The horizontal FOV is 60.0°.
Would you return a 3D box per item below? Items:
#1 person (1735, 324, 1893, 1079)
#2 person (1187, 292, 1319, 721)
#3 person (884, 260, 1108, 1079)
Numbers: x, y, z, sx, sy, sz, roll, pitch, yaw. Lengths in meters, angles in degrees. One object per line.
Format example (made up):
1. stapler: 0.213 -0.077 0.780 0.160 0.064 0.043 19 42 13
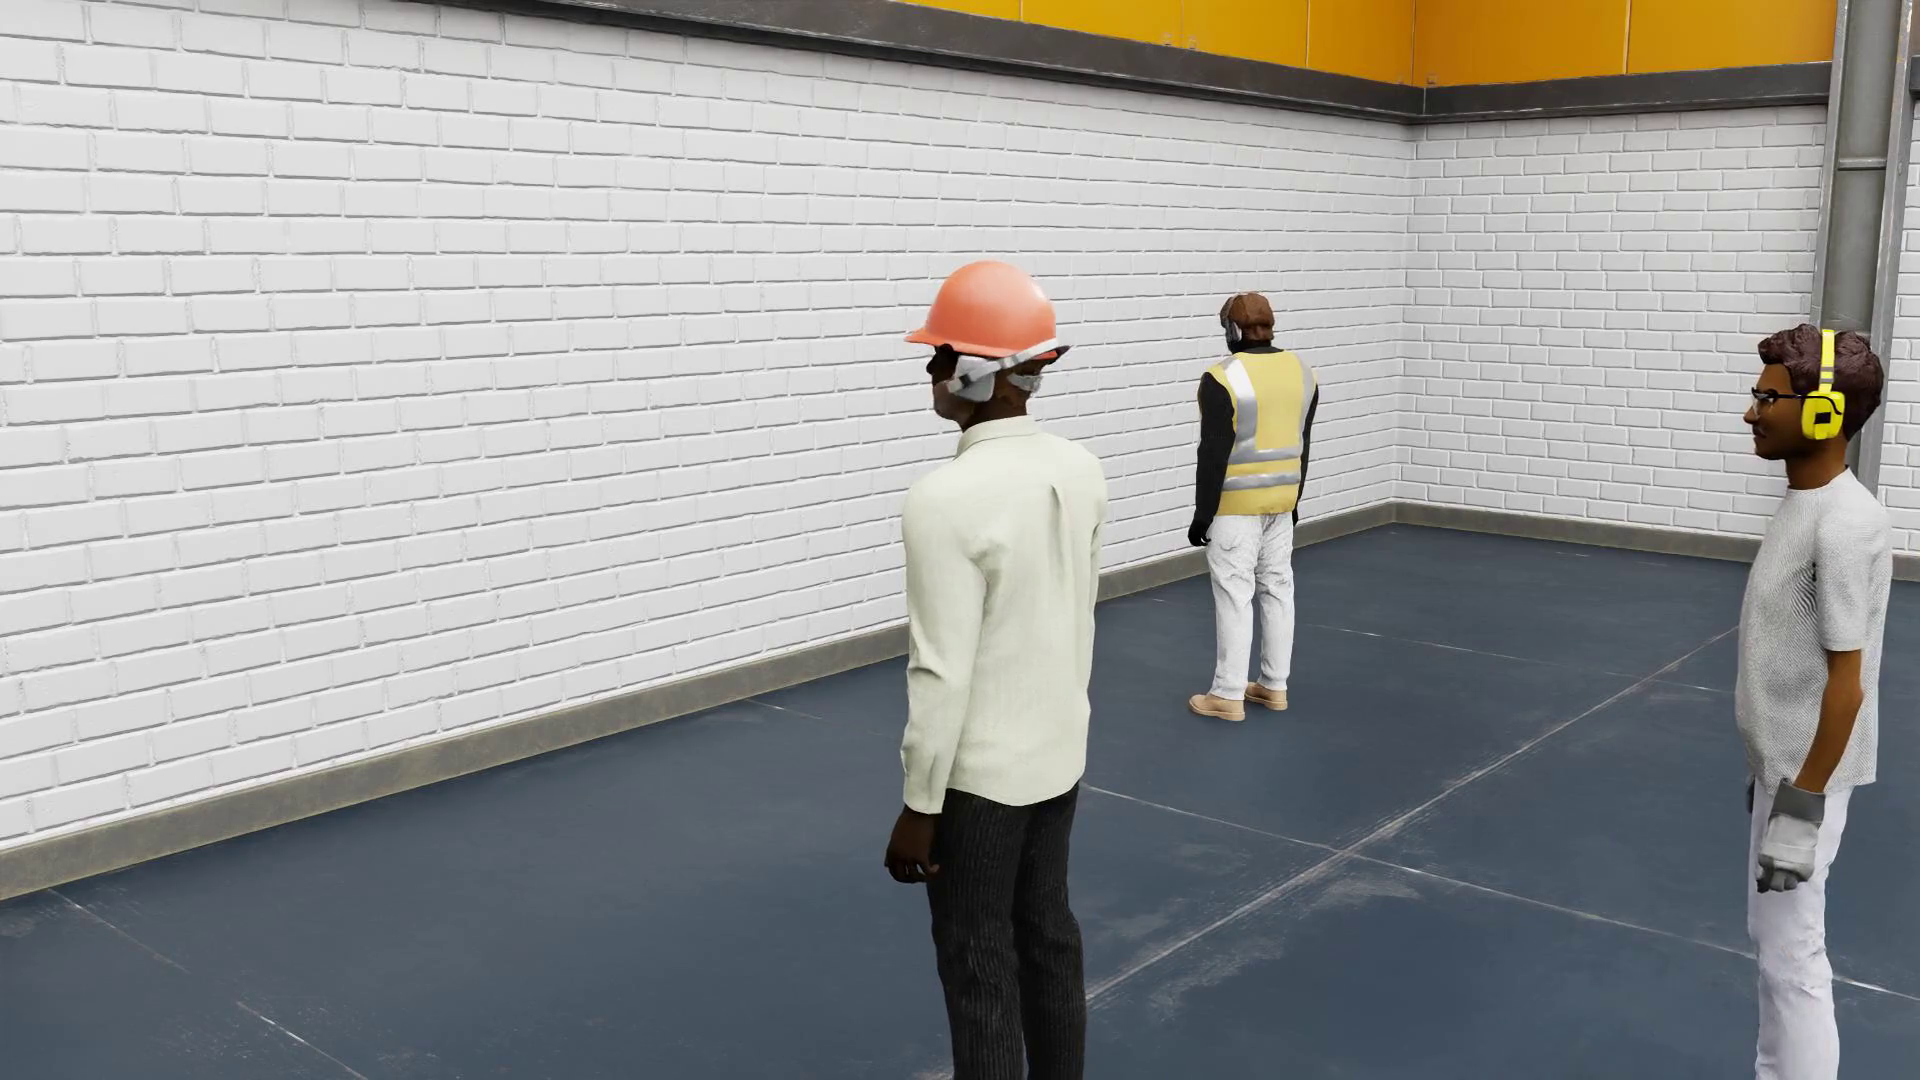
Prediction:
1. person: 1.707 0.495 3.453 0.329 1.872 0.510 3 11 19
2. person: 1.231 -0.141 7.174 0.621 1.838 0.429 -7 12 -34
3. person: 0.069 0.446 3.365 0.374 1.997 0.614 7 12 33
